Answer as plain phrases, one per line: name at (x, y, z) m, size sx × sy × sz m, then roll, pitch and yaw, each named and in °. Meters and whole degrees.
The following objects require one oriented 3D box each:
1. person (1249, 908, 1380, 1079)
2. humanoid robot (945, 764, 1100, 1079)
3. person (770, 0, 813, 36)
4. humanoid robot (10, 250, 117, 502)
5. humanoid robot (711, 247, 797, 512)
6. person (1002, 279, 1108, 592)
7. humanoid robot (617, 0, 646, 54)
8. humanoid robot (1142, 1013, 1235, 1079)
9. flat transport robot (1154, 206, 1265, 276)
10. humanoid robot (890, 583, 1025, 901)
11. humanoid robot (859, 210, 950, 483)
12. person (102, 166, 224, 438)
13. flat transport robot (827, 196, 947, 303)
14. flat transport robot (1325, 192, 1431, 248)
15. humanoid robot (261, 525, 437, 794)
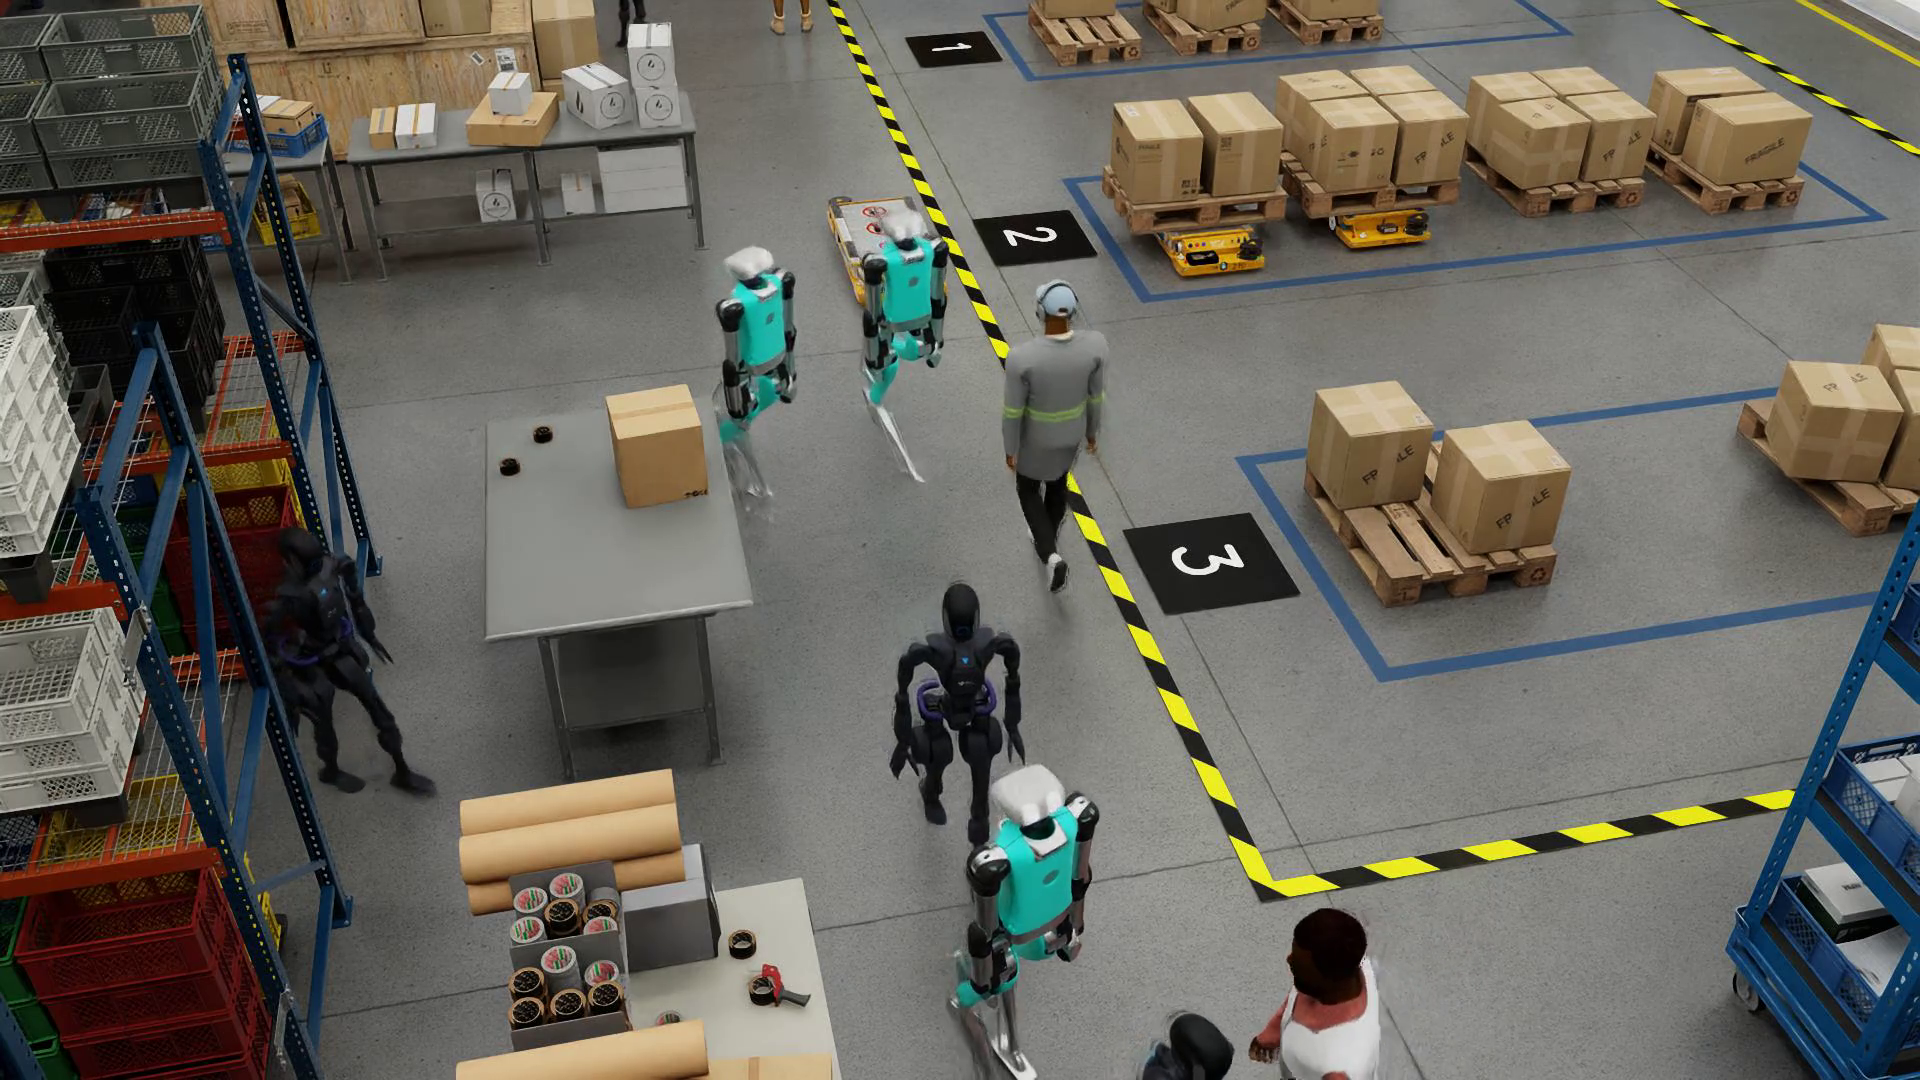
person at (1.197, 1.905, 5.633) m, size 0.668 × 1.895 × 0.595 m, roll 5°, pitch 37°, yaw 7°
humanoid robot at (0.143, 1.462, 6.351) m, size 0.542 × 1.794 × 0.667 m, roll -23°, pitch 43°, yaw -28°
person at (-1.683, -5.897, 15.991) m, size 0.610 × 2.048 × 0.362 m, roll -8°, pitch 37°, yaw -10°
humanoid robot at (-5.269, -0.895, 9.537) m, size 0.882 × 1.775 × 0.543 m, roll 2°, pitch 37°, yaw 3°
humanoid robot at (-1.277, -0.894, 9.562) m, size 0.702 × 1.812 × 0.541 m, roll 25°, pitch 44°, yaw 30°
person at (0.506, -0.564, 9.004) m, size 0.588 × 1.832 × 0.653 m, roll -12°, pitch 38°, yaw -15°
humanoid robot at (-3.182, -5.394, 15.635) m, size 0.591 × 1.645 × 0.415 m, roll 28°, pitch 45°, yaw 33°
humanoid robot at (0.635, 2.099, 5.614) m, size 0.806 × 1.629 × 0.614 m, roll 29°, pitch 45°, yaw 33°
flat transport robot at (1.798, -2.476, 12.858) m, size 0.652 × 0.197 × 1.431 m, roll -8°, pitch 37°, yaw -10°
humanoid robot at (-0.019, 0.808, 7.325) m, size 0.610 × 1.638 × 0.747 m, roll -7°, pitch 37°, yaw -10°
humanoid robot at (-0.471, -1.287, 10.086) m, size 0.534 × 1.775 × 0.996 m, roll -18°, pitch 40°, yaw -23°
person at (-4.932, -1.464, 10.211) m, size 0.506 × 1.835 × 0.336 m, roll 29°, pitch 45°, yaw 33°
flat transport robot at (-0.570, -2.220, 12.538) m, size 0.659 × 0.231 × 1.431 m, roll -8°, pitch 37°, yaw -10°
flat transport robot at (3.134, -2.740, 13.213) m, size 0.652 × 0.197 × 1.431 m, roll -8°, pitch 37°, yaw -10°
humanoid robot at (-2.865, 0.583, 7.602) m, size 0.604 × 1.632 × 0.614 m, roll 18°, pitch 40°, yaw 23°
